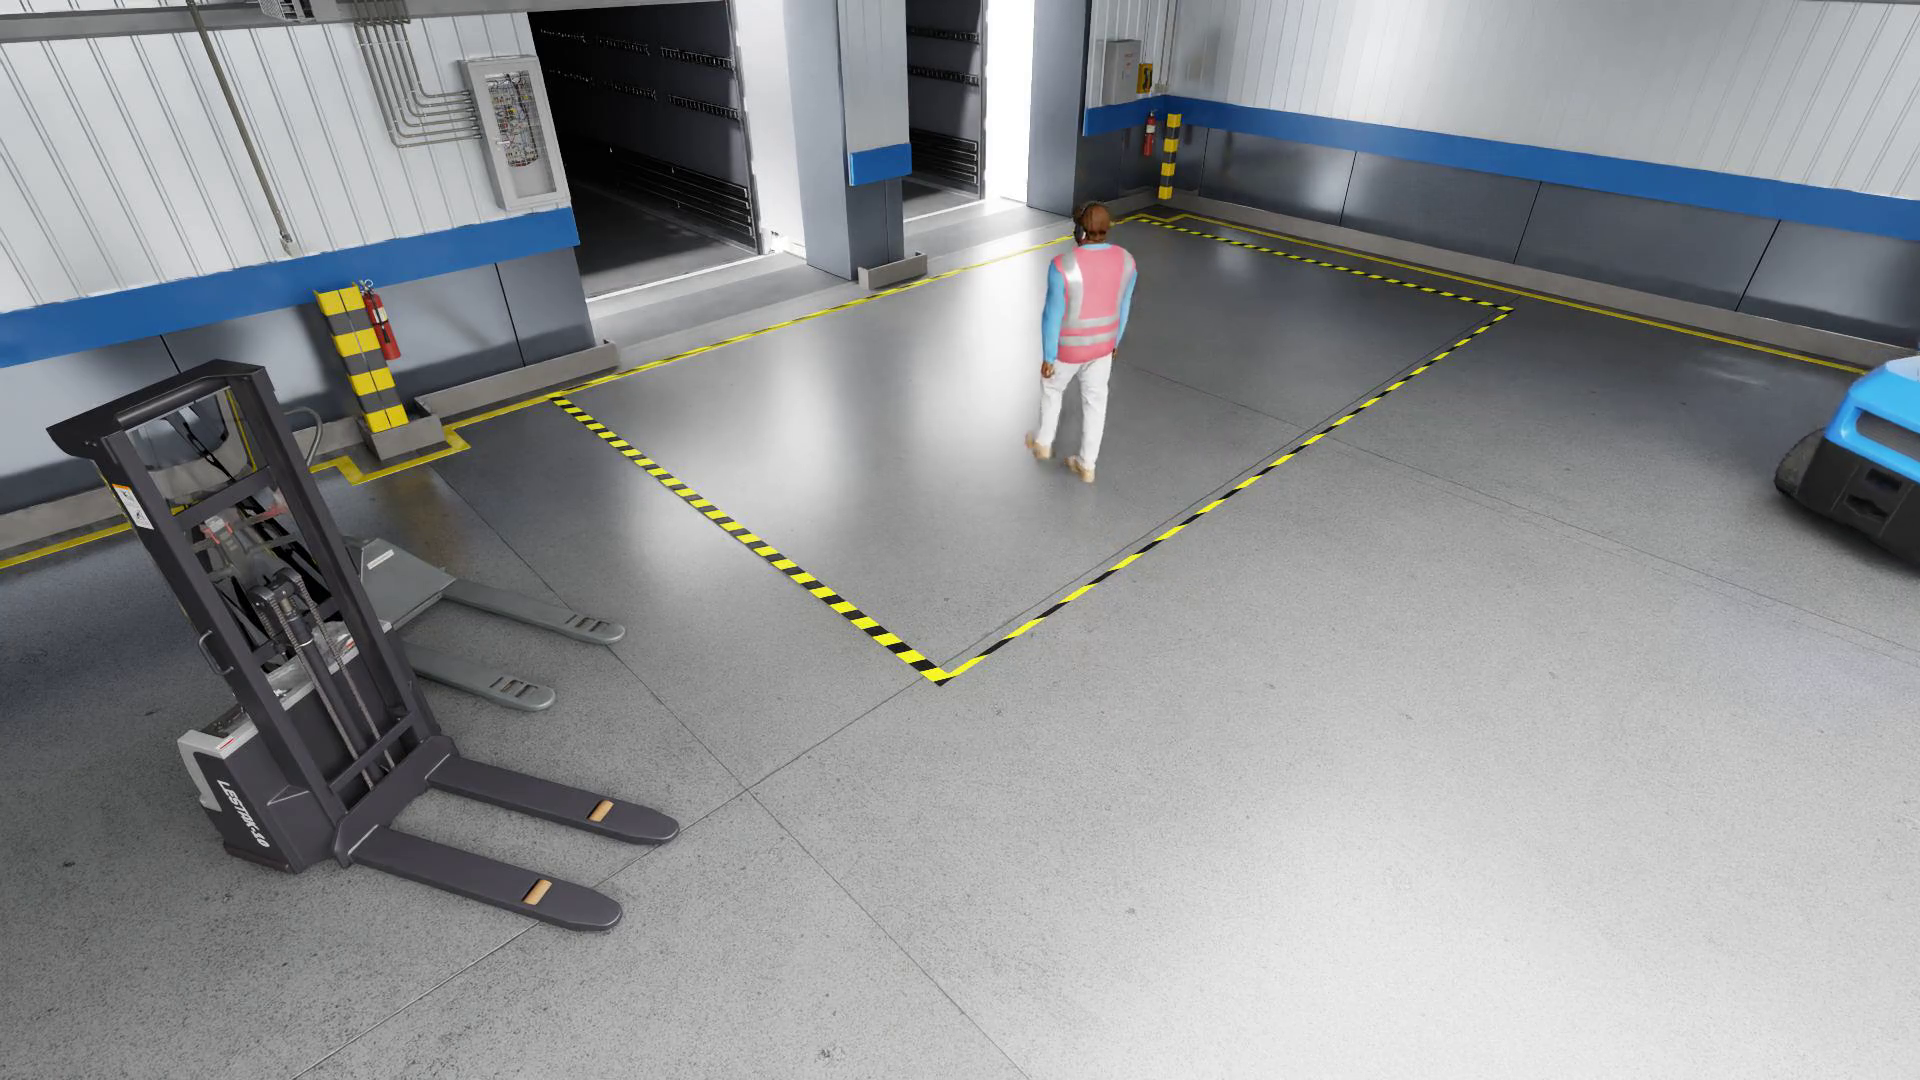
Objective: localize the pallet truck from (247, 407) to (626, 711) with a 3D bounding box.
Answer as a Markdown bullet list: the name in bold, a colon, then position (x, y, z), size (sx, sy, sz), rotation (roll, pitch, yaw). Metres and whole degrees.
- **pallet truck**: position (-2.628, 0.038, 4.590), size (1.601, 1.201, 0.680), rotation (12, 36, 18)

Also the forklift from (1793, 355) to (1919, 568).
- **forklift**: position (6.587, -1.009, 5.142), size (2.680, 2.036, 1.157), rotation (-7, 35, -10)

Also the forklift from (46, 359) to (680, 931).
- **forklift**: position (-2.135, 0.422, 3.354), size (1.885, 1.965, 0.823), rotation (10, 35, 14)

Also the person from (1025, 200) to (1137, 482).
- **person**: position (0.761, -1.313, 6.055), size (0.660, 1.822, 0.677), rotation (-12, 36, -17)
